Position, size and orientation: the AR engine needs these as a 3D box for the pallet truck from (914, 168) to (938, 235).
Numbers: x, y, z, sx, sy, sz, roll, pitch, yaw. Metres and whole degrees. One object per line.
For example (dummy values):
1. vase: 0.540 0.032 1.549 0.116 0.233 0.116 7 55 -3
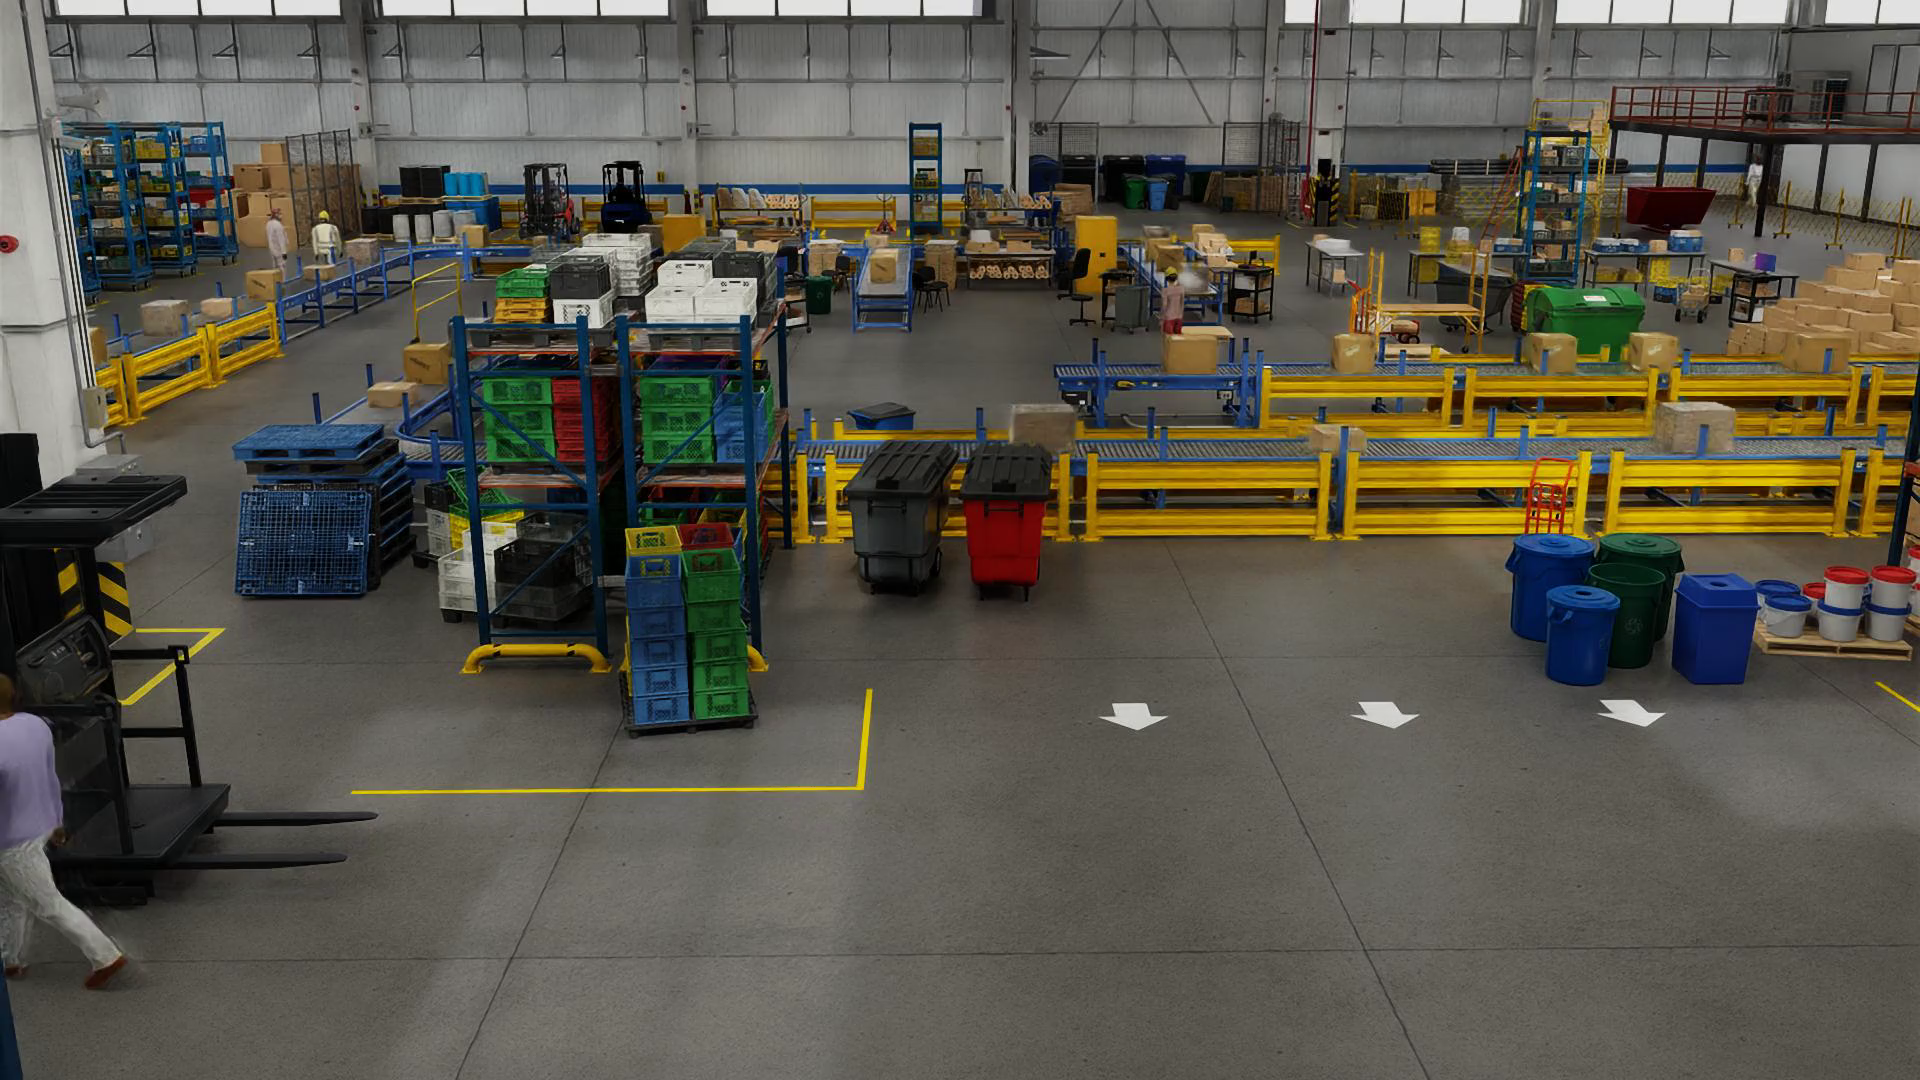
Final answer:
1. pallet truck: -0.989 -10.316 50.507 0.823 1.965 1.885 1 16 3

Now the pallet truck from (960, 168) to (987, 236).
1. pallet truck: 0.383 -10.230 50.206 0.823 1.965 1.885 -1 16 -3

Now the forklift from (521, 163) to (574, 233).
1. forklift: -12.233 -10.122 49.298 1.157 1.987 2.680 0 16 -1

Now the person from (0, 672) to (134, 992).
1. person: -5.141 1.622 9.195 0.990 1.900 0.632 -1 16 -3

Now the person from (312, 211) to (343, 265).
1. person: -14.449 -6.597 37.955 0.581 1.790 0.887 0 16 -1

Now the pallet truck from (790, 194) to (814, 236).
1. pallet truck: -4.814 -9.883 50.259 0.704 1.261 1.522 -1 16 -3

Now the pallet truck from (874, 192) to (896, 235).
1. pallet truck: -2.277 -9.986 50.594 0.653 1.274 1.630 0 16 -1

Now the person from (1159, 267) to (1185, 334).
1. person: 3.541 -3.700 27.928 0.524 1.764 0.329 -12 20 -35

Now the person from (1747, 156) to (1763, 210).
1. person: 28.219 -12.678 58.994 0.584 1.849 0.935 -1 16 -3

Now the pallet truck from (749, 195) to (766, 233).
1. pallet truck: -6.051 -9.967 50.660 0.680 1.201 1.601 0 16 -1

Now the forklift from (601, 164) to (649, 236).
1. forklift: -9.948 -10.127 49.296 1.157 1.987 2.680 -1 16 -3

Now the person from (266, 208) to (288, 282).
1. person: -15.299 -6.503 37.415 0.401 1.906 0.649 -15 22 -42

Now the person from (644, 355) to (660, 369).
1. person: -3.677 -1.552 20.599 0.566 1.679 0.549 -6 17 -19

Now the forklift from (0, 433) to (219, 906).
1. forklift: -5.952 0.780 10.366 1.873 2.768 1.129 0 16 -1
